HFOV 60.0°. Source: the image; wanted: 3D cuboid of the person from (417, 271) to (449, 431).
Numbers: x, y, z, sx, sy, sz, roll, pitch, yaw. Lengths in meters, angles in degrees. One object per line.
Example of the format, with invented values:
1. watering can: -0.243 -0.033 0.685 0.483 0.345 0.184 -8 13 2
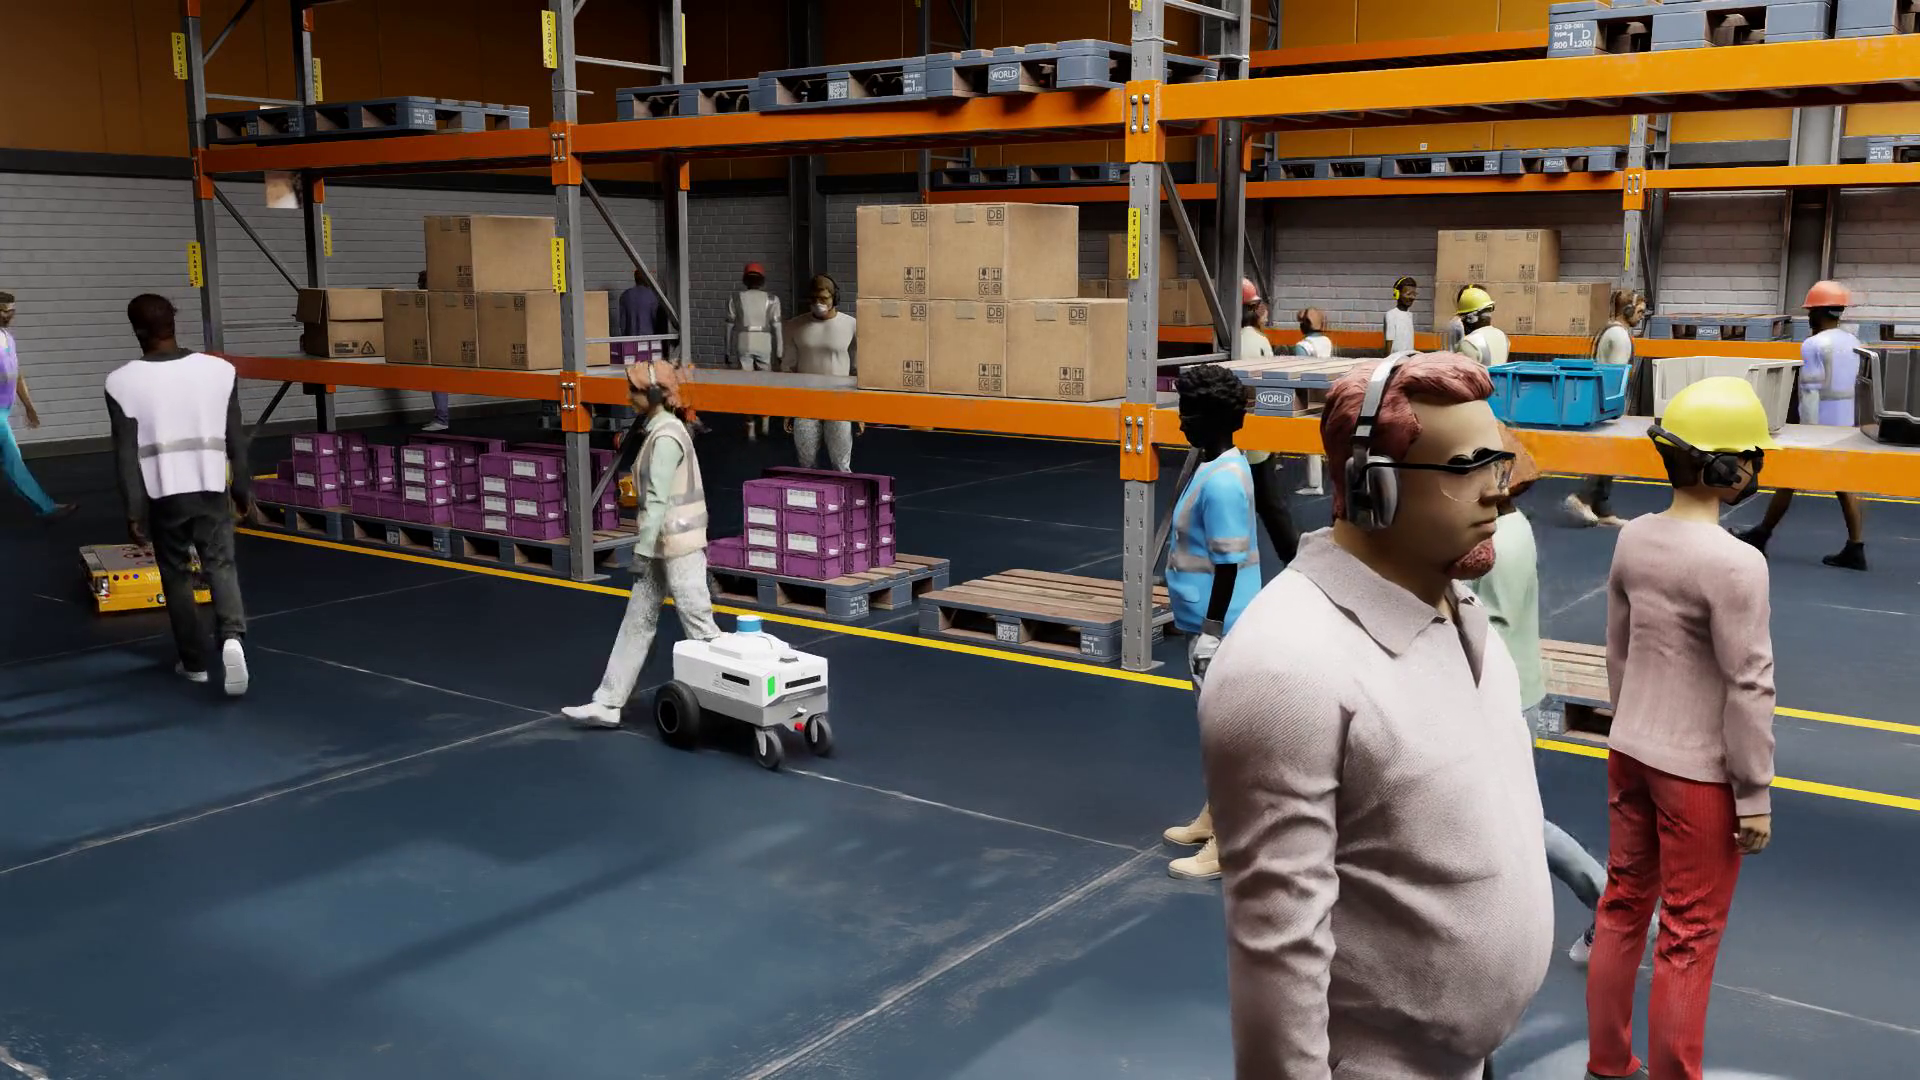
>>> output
1. person: -6.316 -2.256 19.877 0.408 1.905 0.654 -2 10 -14

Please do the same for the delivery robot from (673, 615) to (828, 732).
1. delivery robot: -0.869 0.554 6.879 0.477 0.478 0.707 -9 13 -44

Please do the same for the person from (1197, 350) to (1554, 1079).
1. person: 0.580 0.702 2.255 0.407 1.910 0.639 7 12 35

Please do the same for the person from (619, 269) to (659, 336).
1. person: -4.317 -2.731 22.608 0.633 1.936 0.355 4 10 20

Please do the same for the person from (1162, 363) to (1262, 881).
1. person: 0.834 0.269 5.473 0.319 1.693 0.533 1 10 6

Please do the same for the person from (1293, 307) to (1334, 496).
1. person: 2.992 -1.193 14.369 0.497 1.616 0.552 9 13 42

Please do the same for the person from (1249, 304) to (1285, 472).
1. person: 2.853 -1.419 15.726 0.687 1.610 0.543 8 12 38

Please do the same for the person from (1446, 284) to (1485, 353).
1. person: 4.404 -1.343 14.712 0.962 1.834 0.501 4 10 22

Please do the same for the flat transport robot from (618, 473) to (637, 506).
1. flat transport robot: -3.182 -0.445 13.949 1.431 0.197 0.652 2 10 12

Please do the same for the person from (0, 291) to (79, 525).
1. person: -7.183 -0.975 12.565 0.985 1.784 0.585 -1 10 -7

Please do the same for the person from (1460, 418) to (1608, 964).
1. person: 1.570 0.447 4.686 0.748 1.596 0.513 2 10 10

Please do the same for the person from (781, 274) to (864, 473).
1. person: -0.957 -0.904 11.744 0.627 1.934 0.371 1 10 7

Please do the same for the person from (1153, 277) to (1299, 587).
1. person: 1.605 -0.542 9.587 1.045 1.943 0.607 7 12 36

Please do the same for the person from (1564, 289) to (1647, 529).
1. person: 4.903 -0.975 12.526 0.460 1.810 0.601 2 10 13

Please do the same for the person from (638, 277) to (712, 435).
1. person: -3.364 -2.161 19.244 0.882 1.937 0.684 1 10 3

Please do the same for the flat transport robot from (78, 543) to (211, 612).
1. flat transport robot: -4.957 0.195 10.141 0.652 0.197 1.431 -6 11 -31

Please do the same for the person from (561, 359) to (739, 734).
1. person: -1.325 0.049 7.034 0.799 1.602 0.526 -3 10 -16

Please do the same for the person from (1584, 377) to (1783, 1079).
1. person: 1.661 0.514 3.797 0.308 1.769 0.525 -2 10 -12

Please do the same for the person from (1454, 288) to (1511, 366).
1. person: 3.775 -0.930 12.228 0.403 1.823 0.588 9 13 42

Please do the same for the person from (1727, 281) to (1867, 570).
1. person: 5.697 -0.776 11.121 0.561 1.881 0.961 -4 10 -24

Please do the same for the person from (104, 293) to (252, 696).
1. person: -3.590 -0.202 7.744 0.629 1.875 0.854 -7 12 -34

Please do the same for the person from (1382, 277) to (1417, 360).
1. person: 4.230 -1.588 16.020 0.330 1.866 0.512 7 12 37

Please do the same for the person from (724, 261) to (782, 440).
1. person: -2.370 -2.166 19.043 0.633 2.007 0.878 -2 10 -11
